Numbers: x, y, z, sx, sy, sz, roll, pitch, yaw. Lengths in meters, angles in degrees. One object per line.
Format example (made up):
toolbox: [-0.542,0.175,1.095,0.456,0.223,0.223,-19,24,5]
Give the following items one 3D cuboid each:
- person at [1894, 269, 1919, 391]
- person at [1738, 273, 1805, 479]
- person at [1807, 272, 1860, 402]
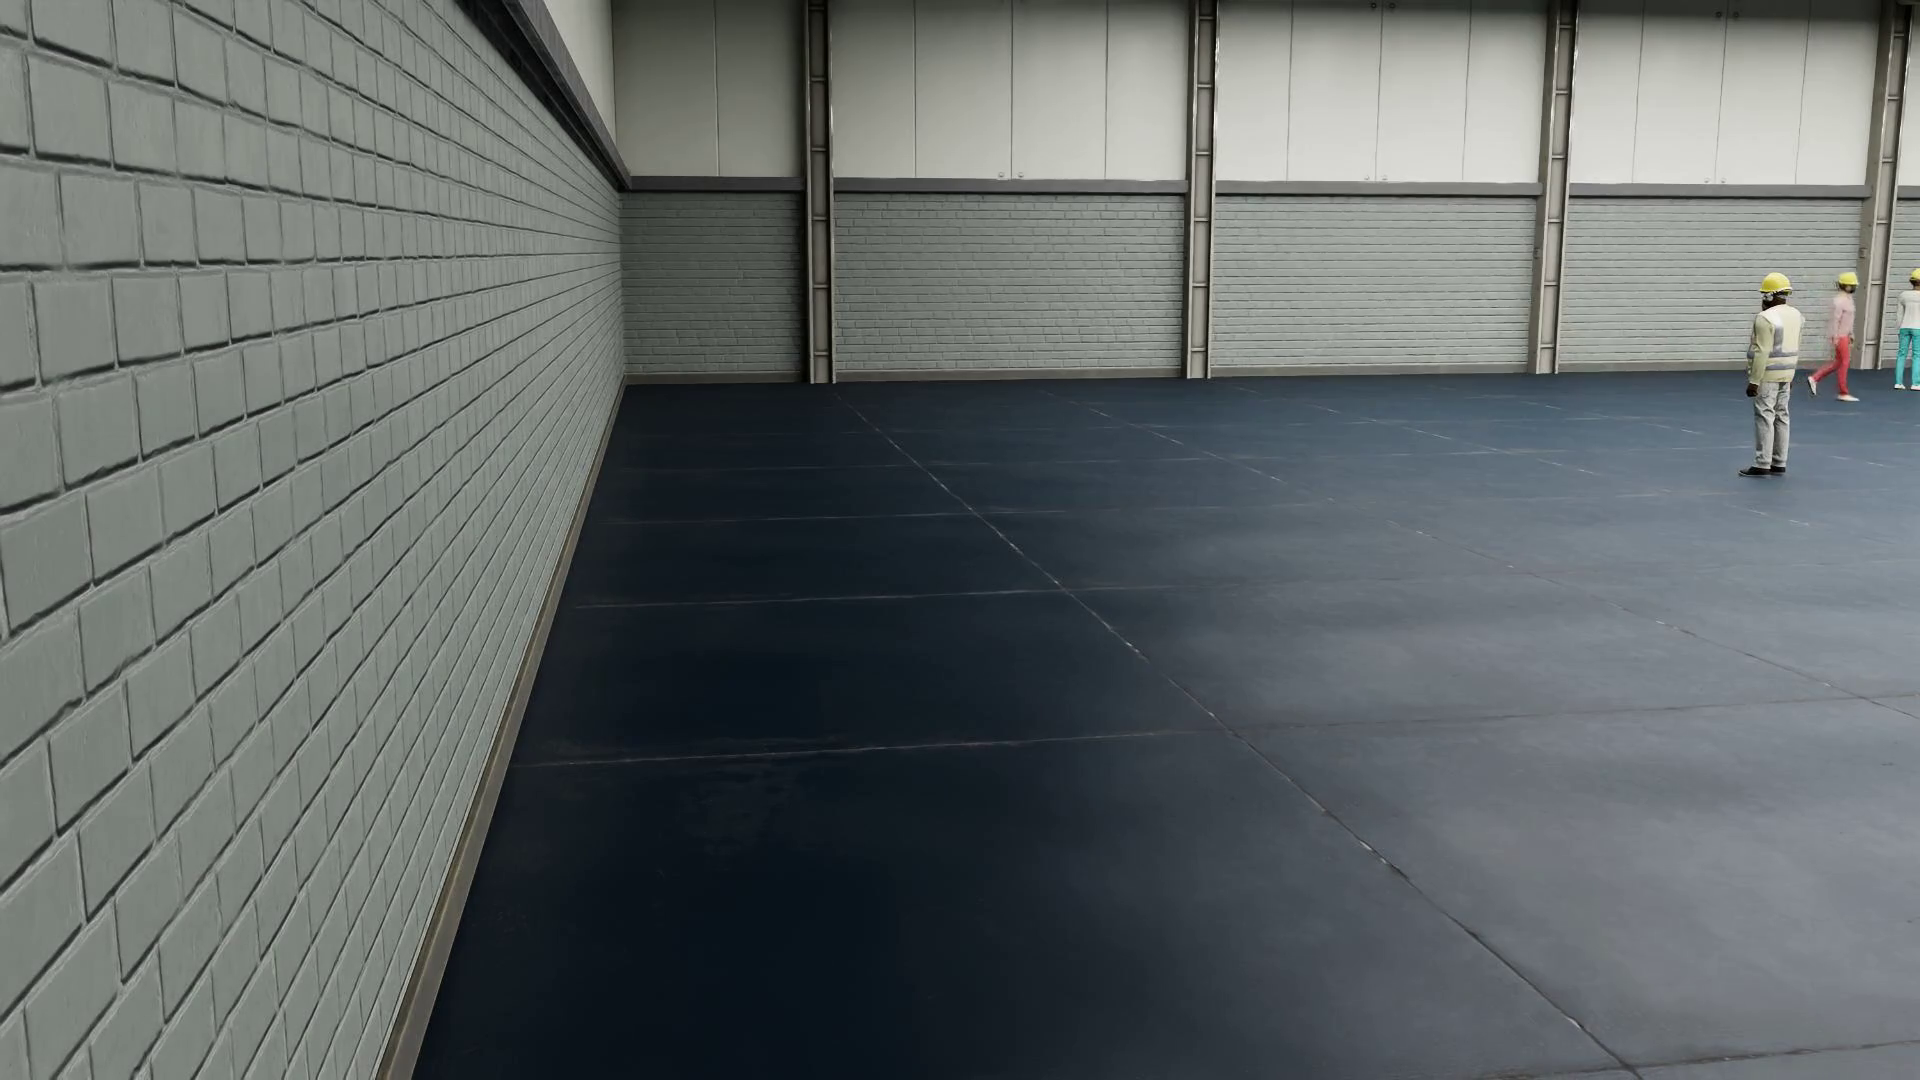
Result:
person: [13.904,-3.058,24.234,0.306,1.772,0.525,-5,11,-27]
person: [7.244,-1.465,14.875,0.600,1.830,0.403,-6,12,-32]
person: [11.915,-2.764,22.570,0.656,1.747,0.531,9,13,41]
